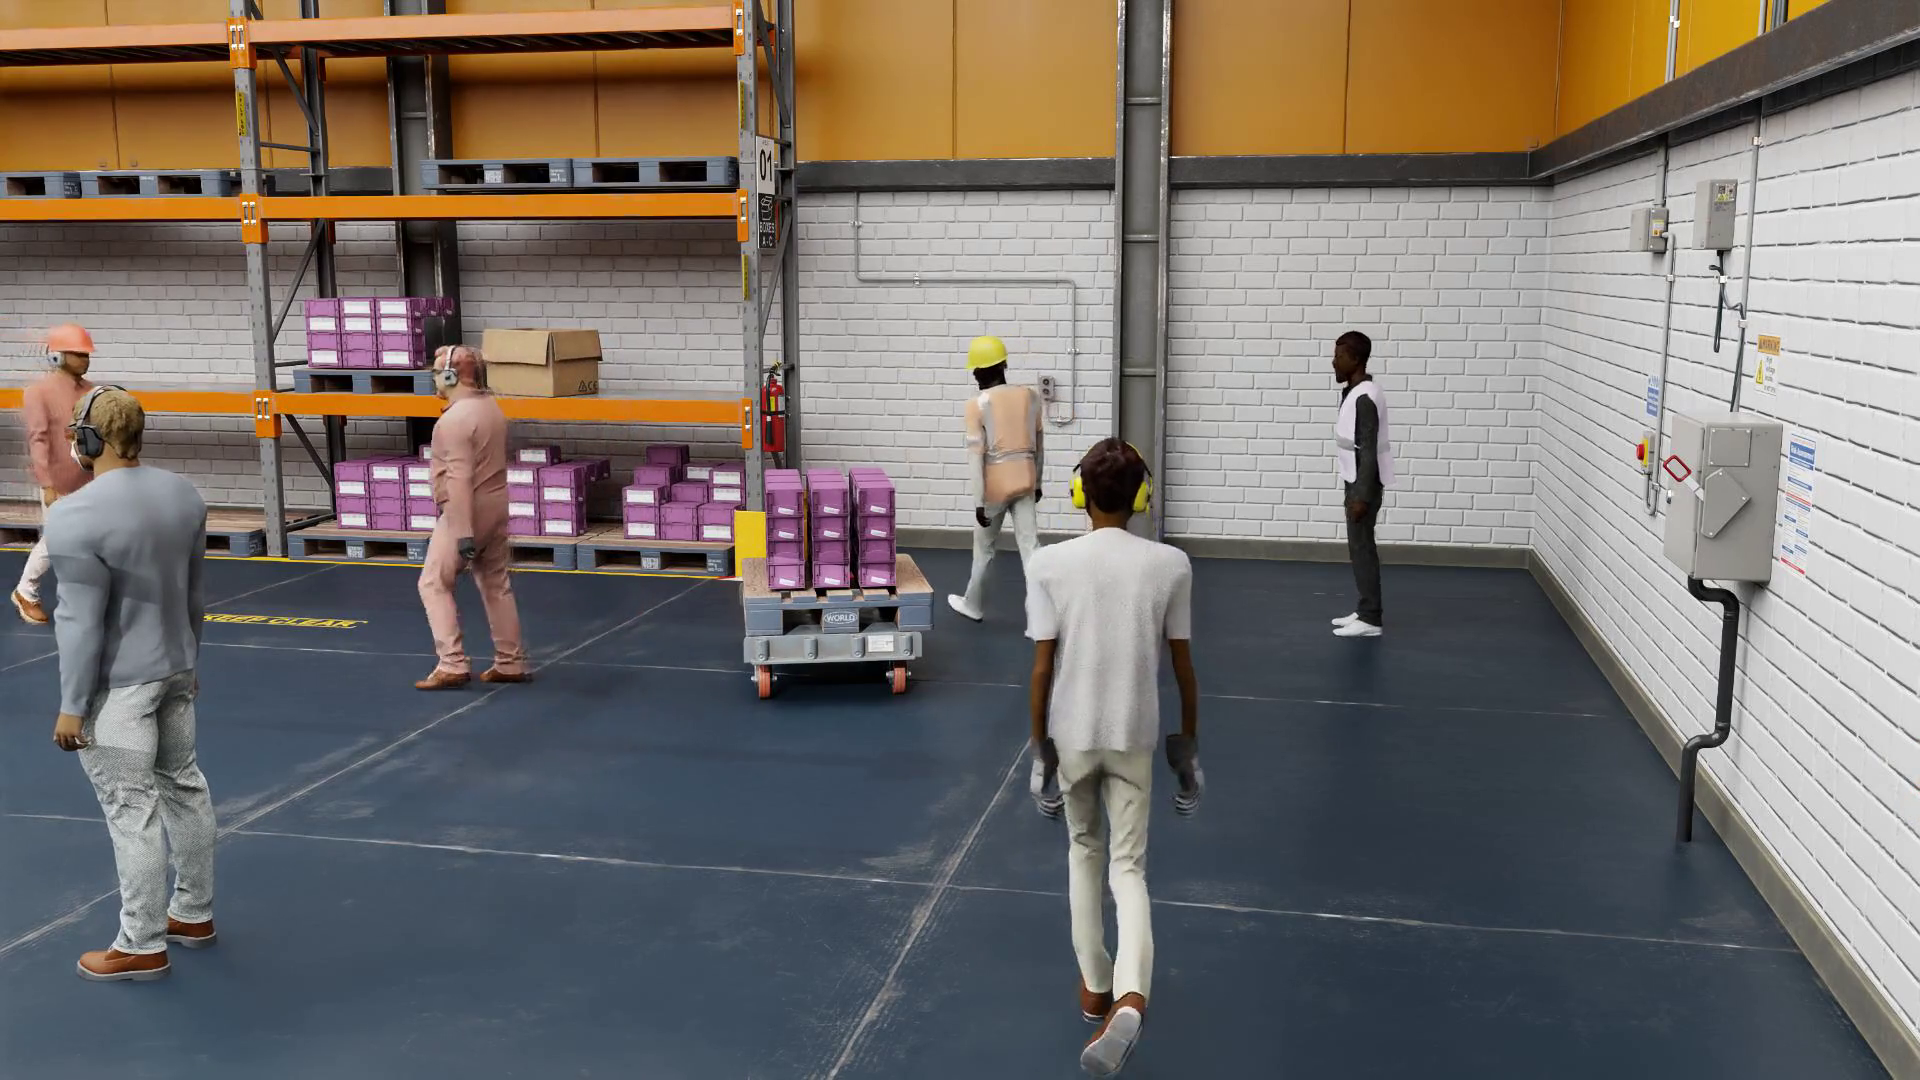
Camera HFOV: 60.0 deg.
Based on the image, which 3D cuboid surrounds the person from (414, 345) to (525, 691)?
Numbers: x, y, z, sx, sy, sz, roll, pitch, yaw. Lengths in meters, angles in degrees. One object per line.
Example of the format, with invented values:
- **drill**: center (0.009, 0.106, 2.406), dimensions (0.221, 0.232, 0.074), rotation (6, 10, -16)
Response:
- **person**: center (-2.733, -0.113, 9.073), dimensions (0.690, 1.885, 0.657), rotation (2, 10, 9)

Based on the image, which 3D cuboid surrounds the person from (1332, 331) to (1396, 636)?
- **person**: center (2.502, -0.342, 10.405), dimensions (0.431, 1.903, 0.638), rotation (1, 9, 6)

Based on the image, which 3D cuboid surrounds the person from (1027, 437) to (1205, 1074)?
- **person**: center (0.455, 0.625, 4.850), dimensions (0.530, 1.825, 0.800), rotation (1, 9, 4)

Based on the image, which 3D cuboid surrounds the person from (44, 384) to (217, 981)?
- **person**: center (-2.699, 0.463, 5.425), dimensions (0.372, 1.940, 0.630), rotation (2, 10, 12)

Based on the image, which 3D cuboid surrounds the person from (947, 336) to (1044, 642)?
- **person**: center (0.276, -0.332, 10.406), dimensions (0.700, 1.865, 0.972), rotation (-5, 11, -27)

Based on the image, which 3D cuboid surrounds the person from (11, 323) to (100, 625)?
- **person**: center (-5.665, -0.394, 10.552), dimensions (0.960, 1.959, 0.613), rotation (5, 10, 26)
